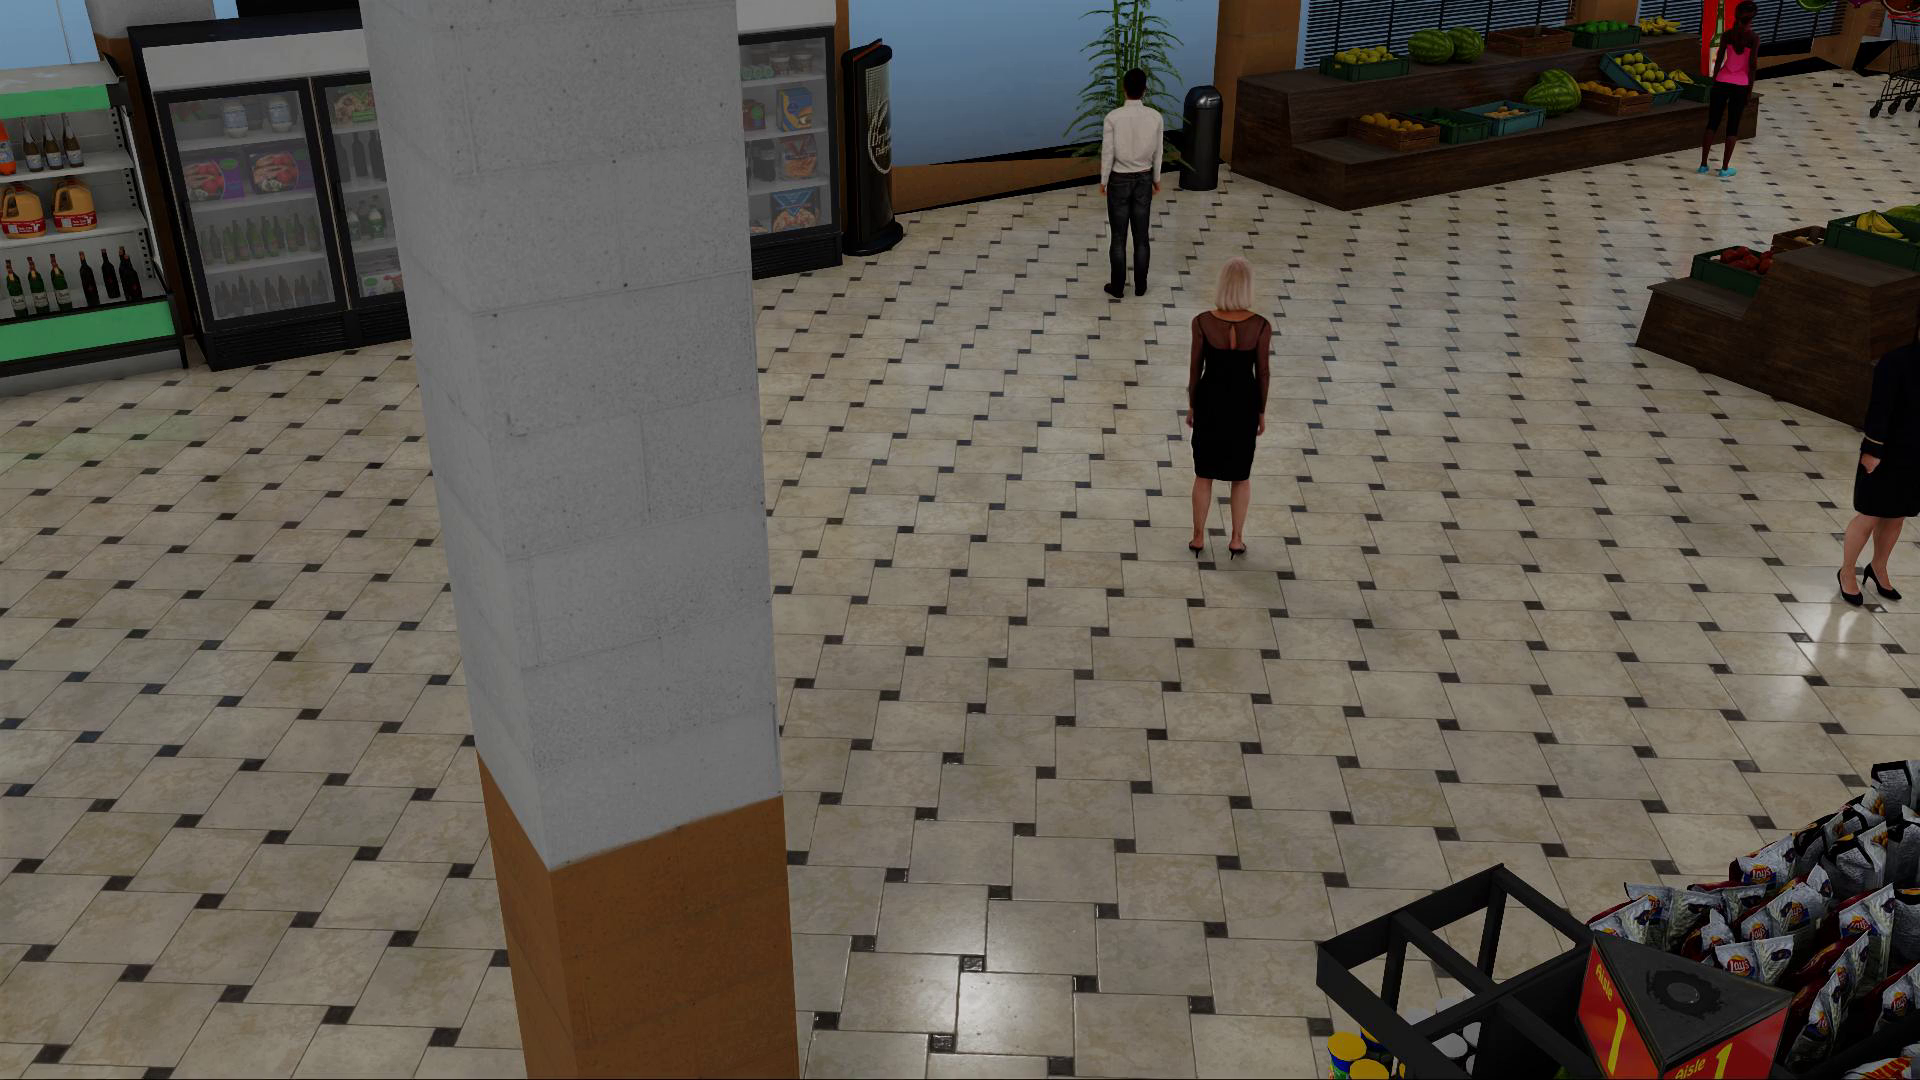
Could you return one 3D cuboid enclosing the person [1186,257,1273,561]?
[{"bbox_3d":[1.457,-0.700,9.116,0.644,1.748,0.718,5,27,10],"label":"person"}]

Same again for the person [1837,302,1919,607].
[{"bbox_3d":[4.940,-0.458,8.725,0.667,1.671,0.821,-6,28,-12],"label":"person"}]

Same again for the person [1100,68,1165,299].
[{"bbox_3d":[1.361,-2.836,13.258,0.638,1.812,0.791,-3,27,-7],"label":"person"}]

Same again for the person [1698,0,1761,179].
[{"bbox_3d":[7.733,-4.528,16.692,0.620,1.724,0.634,23,35,37],"label":"person"}]
